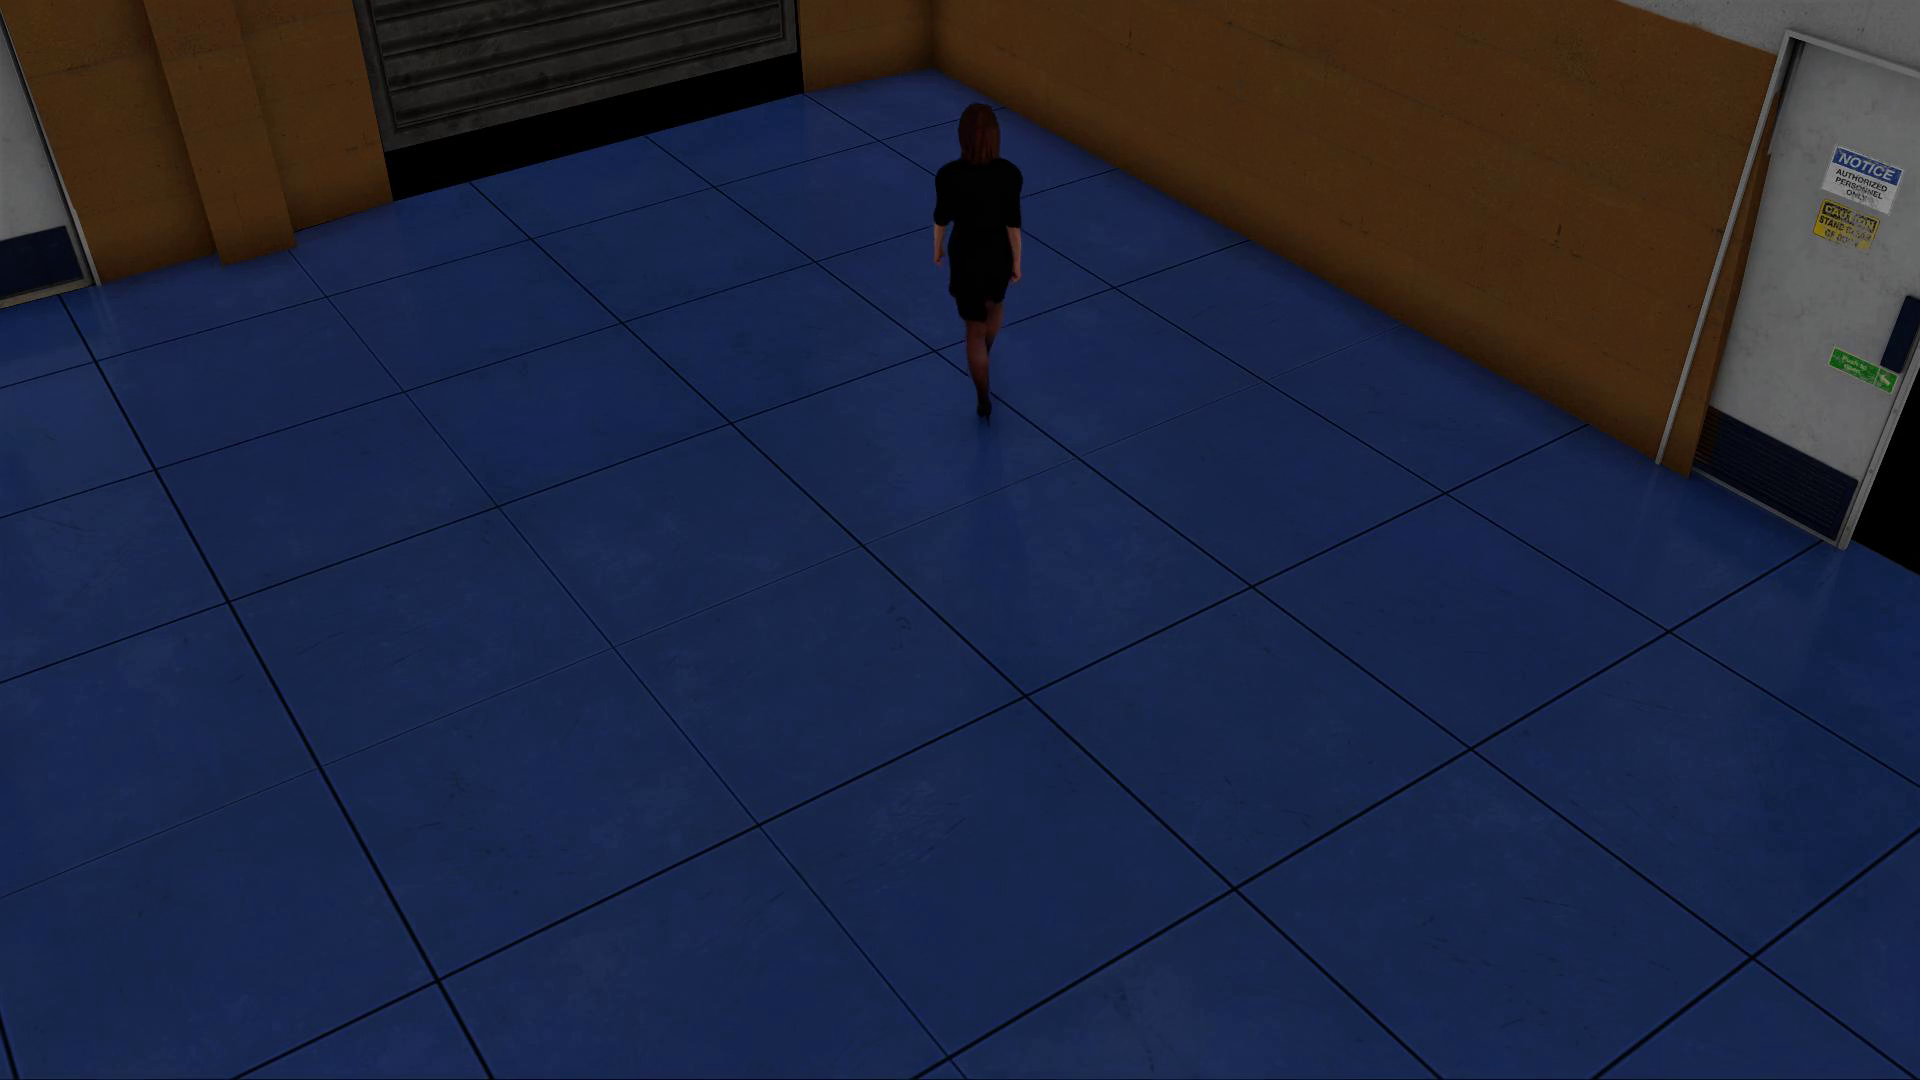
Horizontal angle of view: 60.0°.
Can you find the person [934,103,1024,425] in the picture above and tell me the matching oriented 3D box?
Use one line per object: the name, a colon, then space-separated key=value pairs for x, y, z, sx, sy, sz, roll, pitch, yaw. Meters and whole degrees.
person: x=0.114 y=-1.367 z=8.564 sx=1.056 sy=1.670 sz=0.996 roll=-2 pitch=37 yaw=-3
